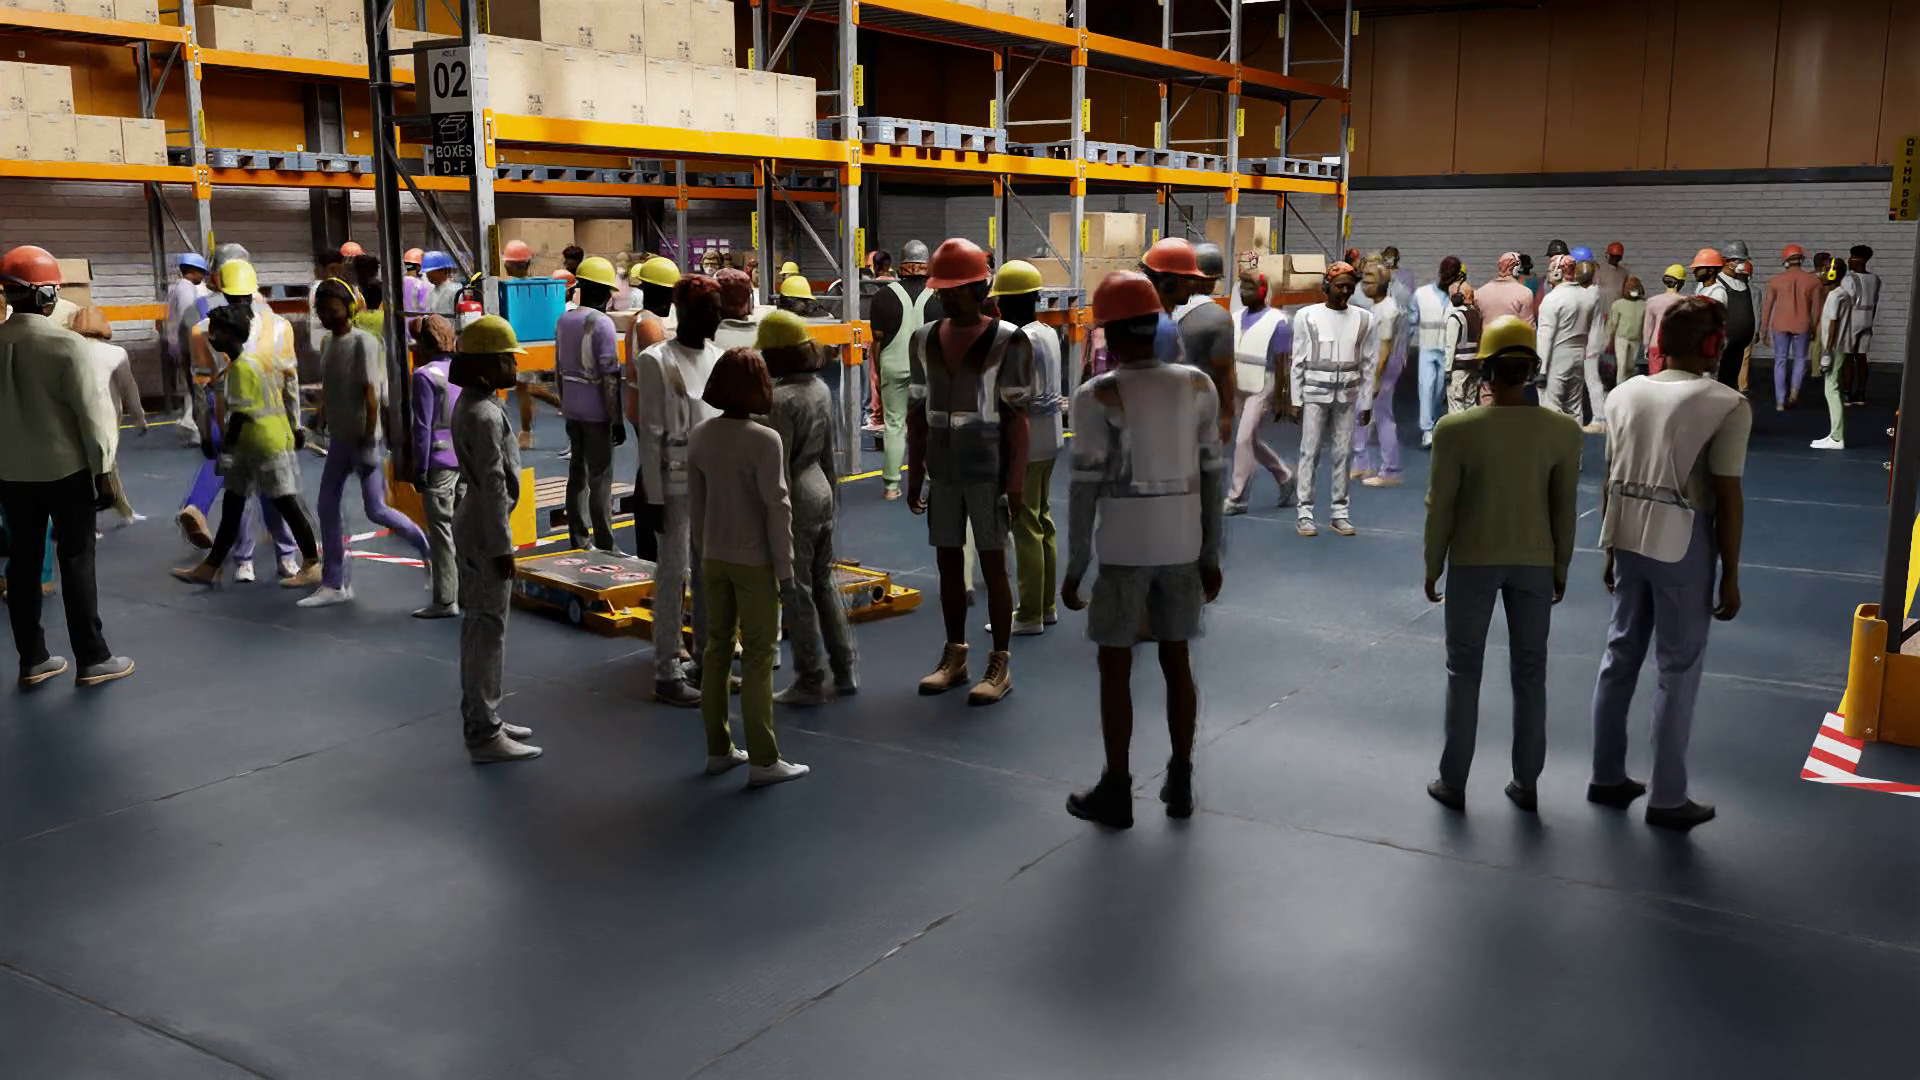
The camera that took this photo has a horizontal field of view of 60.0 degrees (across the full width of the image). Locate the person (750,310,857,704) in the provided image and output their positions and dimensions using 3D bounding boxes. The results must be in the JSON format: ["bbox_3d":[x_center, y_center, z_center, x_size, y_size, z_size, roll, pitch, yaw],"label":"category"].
[{"bbox_3d":[-0.659,-0.134,7.271,0.425,1.719,0.604,4,11,22],"label":"person"}]

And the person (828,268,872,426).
[{"bbox_3d":[-1.143,-2.187,18.129,0.600,1.909,0.398,-5,11,-24],"label":"person"}]

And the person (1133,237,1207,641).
[{"bbox_3d":[1.024,-0.505,8.457,0.416,2.035,0.609,0,10,-2],"label":"person"}]

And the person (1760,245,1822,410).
[{"bbox_3d":[9.885,-2.524,19.830,0.642,1.962,0.495,5,11,26],"label":"person"}]

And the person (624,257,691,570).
[{"bbox_3d":[-1.825,-0.734,10.040,0.375,1.919,0.584,-4,11,-19],"label":"person"}]

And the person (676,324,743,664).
[{"bbox_3d":[-1.250,-0.250,7.985,0.534,1.694,0.320,-5,11,-26],"label":"person"}]

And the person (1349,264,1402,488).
[{"bbox_3d":[3.333,-1.325,13.559,0.627,1.822,0.530,0,10,0],"label":"person"}]

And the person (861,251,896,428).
[{"bbox_3d":[-0.794,-2.098,17.639,0.598,1.908,0.410,-9,14,-41],"label":"person"}]

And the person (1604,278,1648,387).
[{"bbox_3d":[8.225,-2.442,20.492,0.526,1.564,0.776,0,10,-1],"label":"person"}]

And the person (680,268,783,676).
[{"bbox_3d":[-1.054,-0.305,7.744,0.653,1.894,0.400,-8,13,-39],"label":"person"}]

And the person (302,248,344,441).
[{"bbox_3d":[-6.207,-1.891,16.380,0.487,1.948,0.641,-8,13,-37],"label":"person"}]

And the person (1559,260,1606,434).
[{"bbox_3d":[6.434,-2.016,17.440,0.845,1.809,0.535,2,10,11],"label":"person"}]

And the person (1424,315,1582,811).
[{"bbox_3d":[1.907,0.090,5.908,0.525,1.762,0.338,1,10,4],"label":"person"}]

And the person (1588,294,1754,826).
[{"bbox_3d":[2.450,0.072,5.807,0.392,1.837,0.561,-5,11,-27],"label":"person"}]

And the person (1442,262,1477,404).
[{"bbox_3d":[6.115,-2.542,20.536,0.519,1.752,0.374,7,12,32],"label":"person"}]

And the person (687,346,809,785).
[{"bbox_3d":[-0.807,0.096,6.224,0.498,1.634,0.279,8,13,39],"label":"person"}]

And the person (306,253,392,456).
[{"bbox_3d":[-5.689,-1.728,15.598,1.036,1.914,0.621,-10,14,-43],"label":"person"}]

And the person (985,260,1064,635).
[{"bbox_3d":[0.326,-0.469,8.571,0.398,1.920,0.586,3,11,18],"label":"person"}]

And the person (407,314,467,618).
[{"bbox_3d":[-2.782,-0.398,8.976,0.315,1.632,0.523,2,10,10],"label":"person"}]

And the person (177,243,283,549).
[{"bbox_3d":[-4.768,-0.951,10.902,0.692,2.000,0.848,2,10,11],"label":"person"}]

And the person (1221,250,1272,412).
[{"bbox_3d":[3.318,-2.401,19.307,0.409,1.909,0.643,-5,11,-26],"label":"person"}]

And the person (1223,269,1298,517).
[{"bbox_3d":[2.214,-1.094,12.325,0.847,1.817,0.577,-6,12,-29],"label":"person"}]

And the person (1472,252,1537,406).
[{"bbox_3d":[5.115,-1.730,15.587,0.409,1.909,0.640,-8,13,-38],"label":"person"}]

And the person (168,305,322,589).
[{"bbox_3d":[-4.120,-0.510,9.530,0.867,1.642,0.545,-6,12,-29],"label":"person"}]

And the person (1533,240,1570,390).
[{"bbox_3d":[7.989,-3.025,22.390,0.536,2.000,0.672,7,12,33],"label":"person"}]

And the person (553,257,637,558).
[{"bbox_3d":[-2.278,-0.791,10.362,0.585,1.916,0.390,10,14,44],"label":"person"}]

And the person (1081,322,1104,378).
[{"bbox_3d":[1.984,-3.355,24.394,0.414,1.986,0.637,-8,13,-37],"label":"person"}]

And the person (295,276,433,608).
[{"bbox_3d":[-3.308,-0.558,9.329,0.526,1.836,0.843,7,13,35],"label":"person"}]

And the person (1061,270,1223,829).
[{"bbox_3d":[0.623,0.034,5.812,0.606,1.911,0.445,-3,11,-18],"label":"person"}]

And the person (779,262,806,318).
[{"bbox_3d":[-2.165,-2.710,21.468,0.317,1.742,0.492,-6,12,-32],"label":"person"}]

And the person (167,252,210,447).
[{"bbox_3d":[-7.474,-1.847,16.260,0.479,1.904,0.645,-6,12,-31],"label":"person"}]

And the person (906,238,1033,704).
[{"bbox_3d":[0.020,-0.296,7.307,0.608,2.033,0.410,6,12,30],"label":"person"}]

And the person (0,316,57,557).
[{"bbox_3d":[-6.099,-0.843,10.638,0.614,1.911,0.585,-4,11,-20],"label":"person"}]

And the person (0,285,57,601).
[{"bbox_3d":[-5.363,-0.573,9.361,0.506,1.842,0.350,9,14,41],"label":"person"}]

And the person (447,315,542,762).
[{"bbox_3d":[-1.826,-0.008,6.524,0.318,1.738,0.483,-4,11,-22],"label":"person"}]

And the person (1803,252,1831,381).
[{"bbox_3d":[12.309,-3.213,23.969,0.395,1.847,0.564,-3,11,-17],"label":"person"}]

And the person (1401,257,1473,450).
[{"bbox_3d":[4.614,-1.793,16.074,0.662,1.852,0.981,1,10,5],"label":"person"}]

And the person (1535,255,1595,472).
[{"bbox_3d":[5.183,-1.510,14.407,0.648,1.899,0.399,-7,12,-34],"label":"person"}]

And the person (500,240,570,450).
[{"bbox_3d":[-4.065,-1.872,16.051,0.758,2.024,0.630,-3,11,-15],"label":"person"}]

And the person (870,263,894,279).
[{"bbox_3d":[-0.984,-2.590,20.599,0.404,1.824,0.585,4,11,19],"label":"person"}]

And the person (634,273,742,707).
[{"bbox_3d":[-1.174,-0.225,7.331,0.370,1.880,0.587,7,12,33],"label":"person"}]

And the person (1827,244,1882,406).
[{"bbox_3d":[10.976,-2.629,20.397,0.614,1.965,0.361,-5,11,-25],"label":"person"}]

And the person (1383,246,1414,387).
[{"bbox_3d":[5.939,-3.089,23.030,0.629,1.940,0.379,5,11,24],"label":"person"}]

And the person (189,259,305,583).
[{"bbox_3d":[-4.213,-0.700,9.875,0.596,1.911,0.399,-7,13,-35],"label":"person"}]

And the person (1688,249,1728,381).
[{"bbox_3d":[7.157,-1.827,16.042,0.359,1.938,0.547,1,10,4],"label":"person"}]

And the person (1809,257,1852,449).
[{"bbox_3d":[8.523,-1.818,16.238,0.367,1.857,0.529,6,12,31],"label":"person"}]

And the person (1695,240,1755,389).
[{"bbox_3d":[7.809,-2.042,16.945,0.681,2.000,0.535,-6,12,-29],"label":"person"}]

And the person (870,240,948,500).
[{"bbox_3d":[-0.351,-1.330,12.999,0.683,2.000,0.538,0,10,0],"label":"person"}]

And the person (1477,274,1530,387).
[{"bbox_3d":[7.609,-3.043,23.039,0.998,1.856,0.589,-8,13,-38],"label":"person"}]

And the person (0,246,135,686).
[{"bbox_3d":[-4.138,-0.323,7.545,0.612,1.995,0.376,1,10,6],"label":"person"}]

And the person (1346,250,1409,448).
[{"bbox_3d":[4.061,-1.864,16.283,0.645,1.923,0.585,4,11,21],"label":"person"}]

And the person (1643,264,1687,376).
[{"bbox_3d":[7.476,-2.011,17.538,0.324,1.767,0.533,-10,14,-44],"label":"person"}]

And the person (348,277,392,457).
[{"bbox_3d":[-5.108,-1.444,14.585,0.533,1.697,0.319,0,10,2],"label":"person"}]

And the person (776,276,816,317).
[{"bbox_3d":[-1.204,-1.021,12.054,0.327,1.765,0.528,-5,12,-28],"label":"person"}]

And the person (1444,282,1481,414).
[{"bbox_3d":[4.696,-1.592,15.591,0.514,1.634,0.313,-10,14,-44],"label":"person"}]

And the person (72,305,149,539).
[{"bbox_3d":[-5.929,-0.815,11.431,0.496,1.584,0.887,2,10,10],"label":"person"}]

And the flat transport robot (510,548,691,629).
[{"bbox_3d":[-2.028,0.242,9.193,0.652,0.197,1.431,-10,14,-43],"label":"flat transport robot"}]

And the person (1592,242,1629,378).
[{"bbox_3d":[9.522,-3.357,24.366,0.617,1.990,0.393,-3,11,-15],"label":"person"}]

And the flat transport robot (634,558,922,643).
[{"bbox_3d":[-0.945,0.311,8.812,1.431,0.197,0.652,-10,14,-43],"label":"flat transport robot"}]

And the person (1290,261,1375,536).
[{"bbox_3d":[2.554,-0.961,11.413,0.584,1.878,0.361,-1,10,-3],"label":"person"}]
